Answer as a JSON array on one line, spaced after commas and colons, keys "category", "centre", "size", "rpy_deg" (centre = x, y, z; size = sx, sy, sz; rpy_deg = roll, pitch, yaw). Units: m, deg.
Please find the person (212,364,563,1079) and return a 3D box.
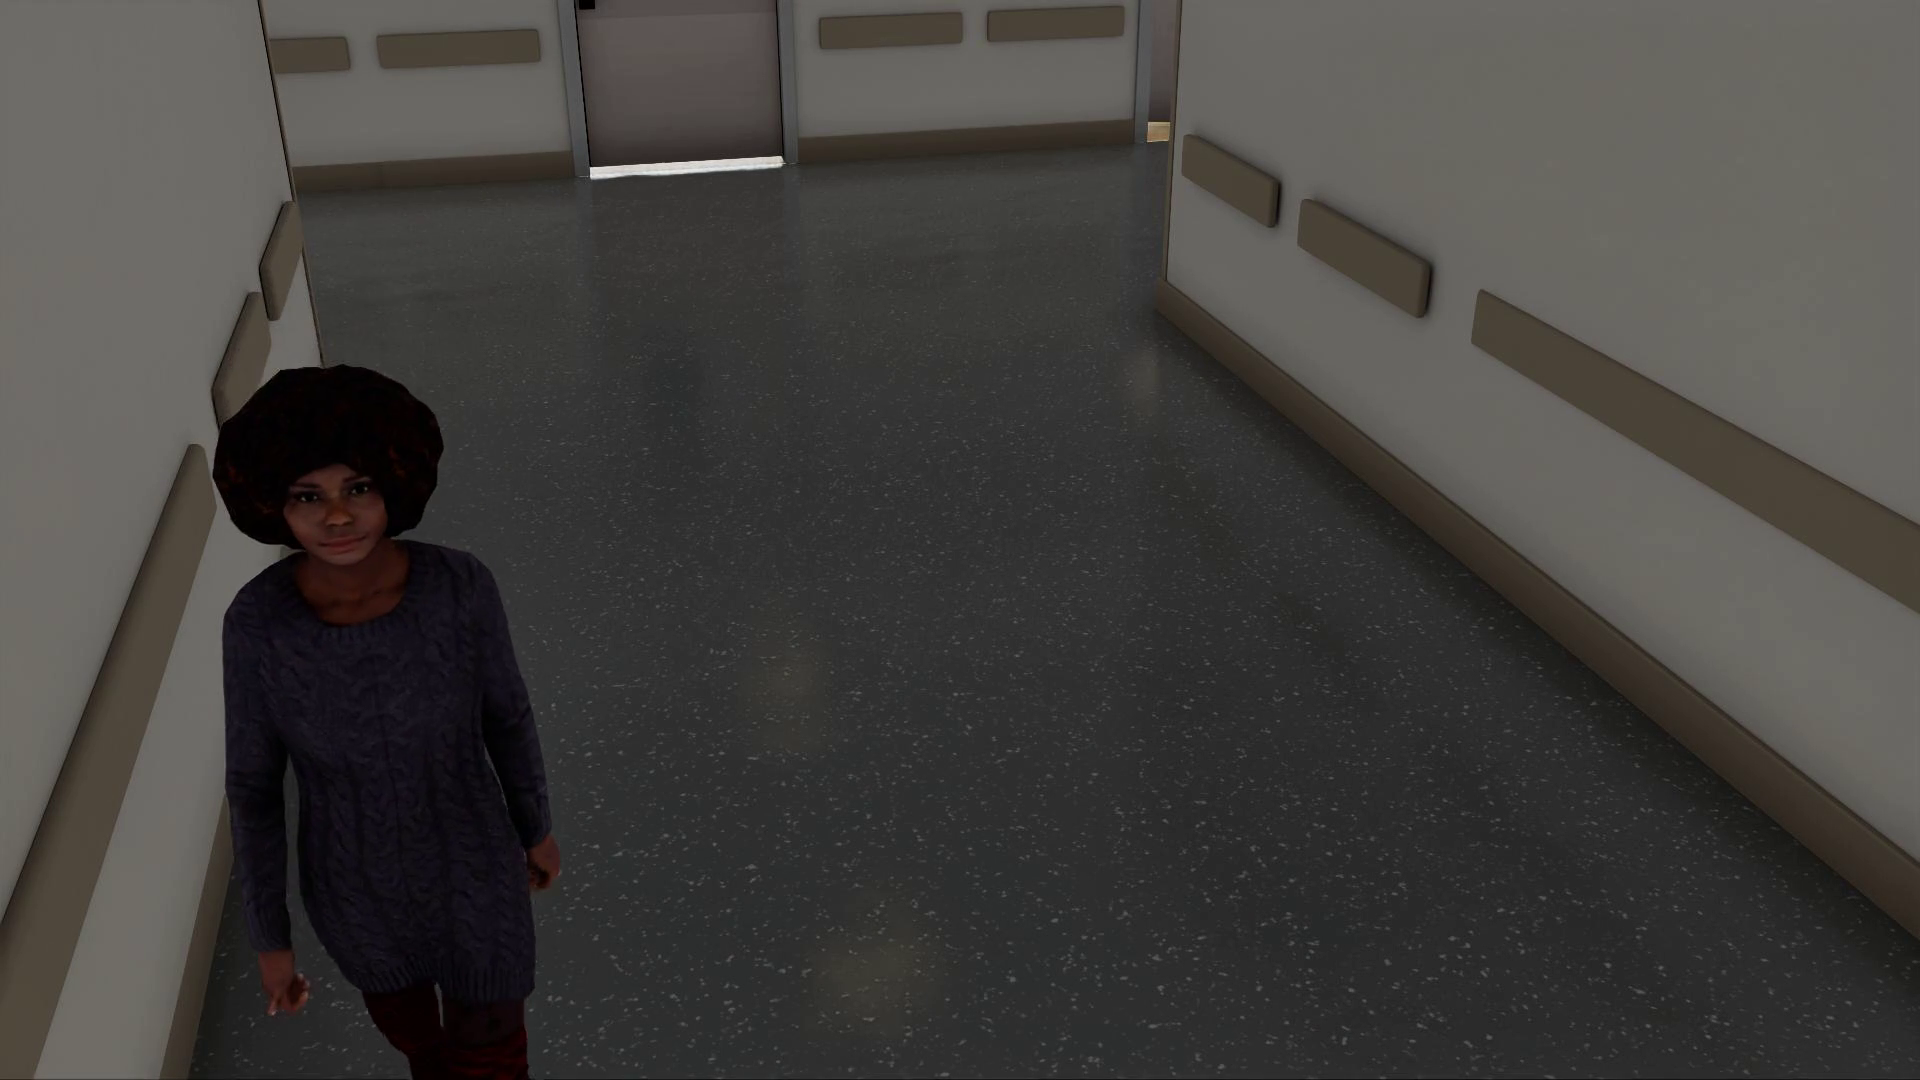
[{"category": "person", "centre": [-0.905, 0.519, 2.722], "size": [1.024, 1.666, 0.682], "rpy_deg": [-7, 27, -15]}]
